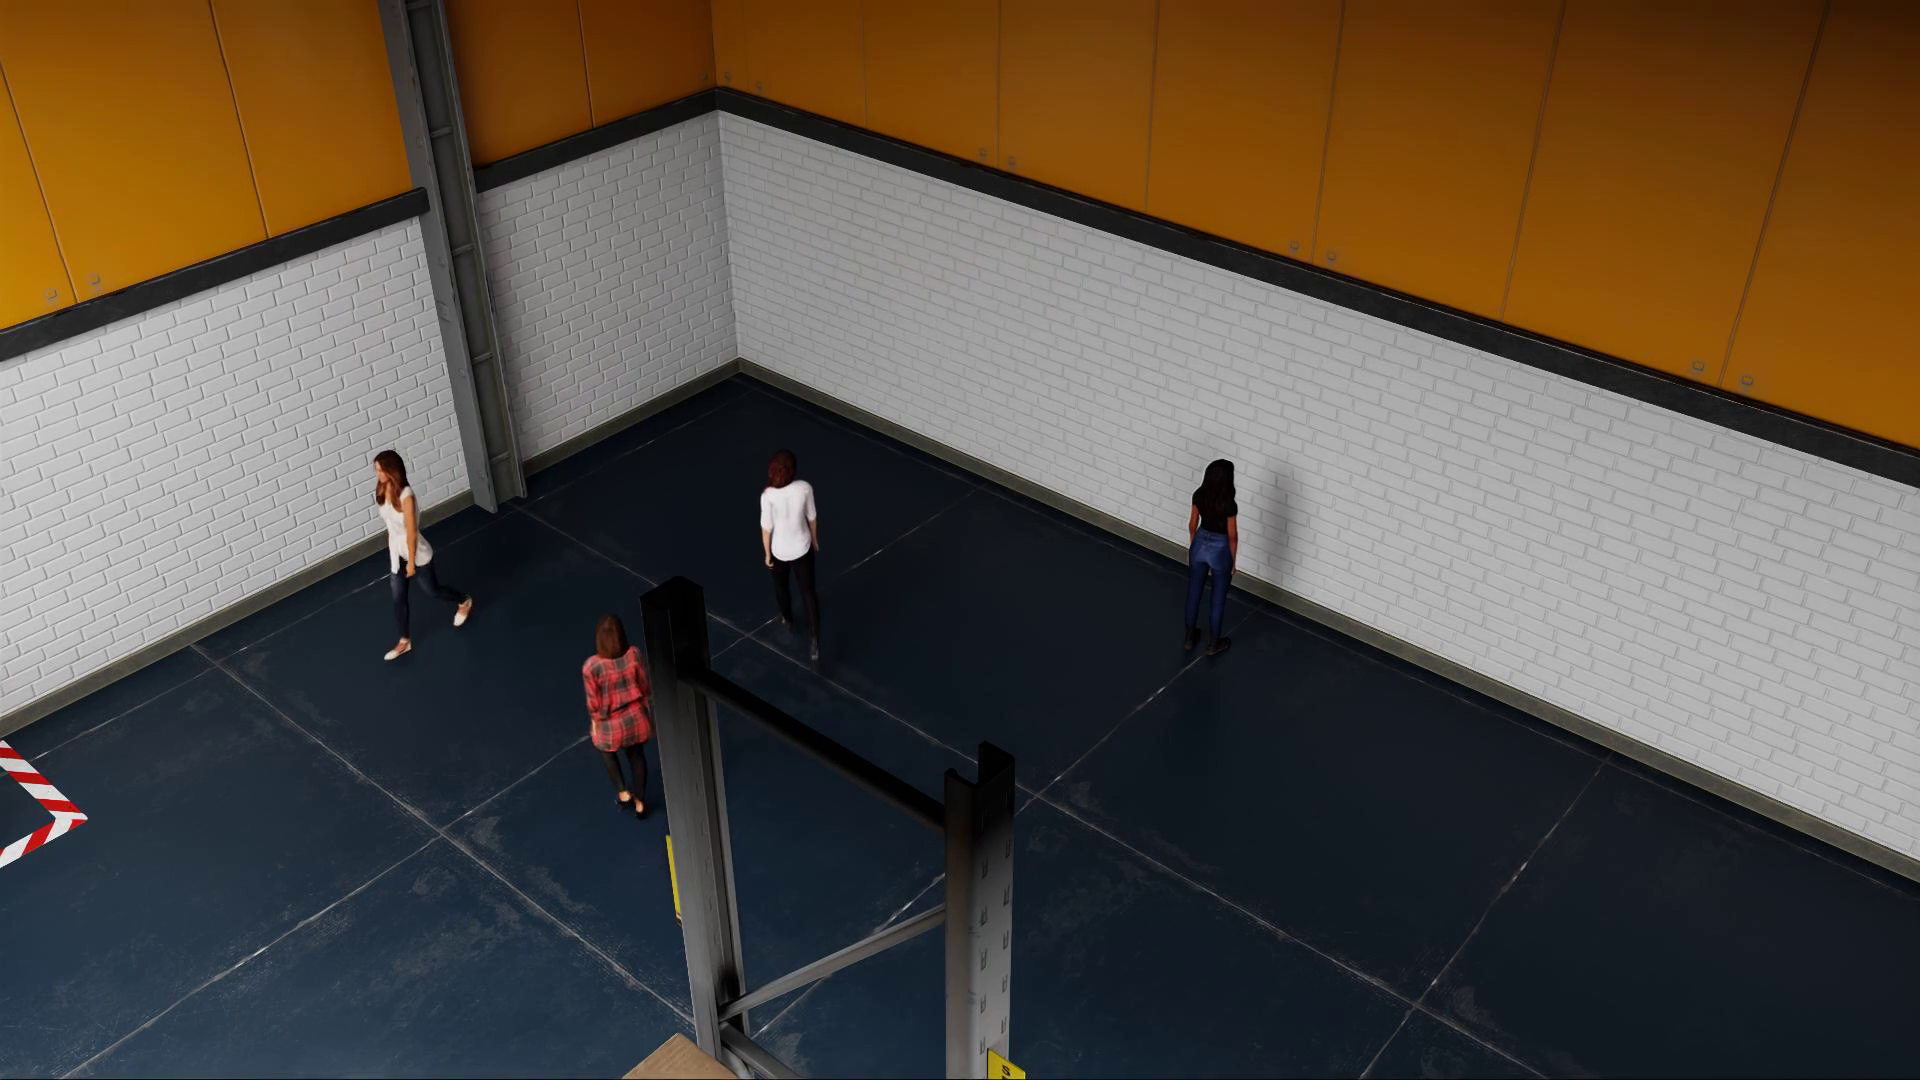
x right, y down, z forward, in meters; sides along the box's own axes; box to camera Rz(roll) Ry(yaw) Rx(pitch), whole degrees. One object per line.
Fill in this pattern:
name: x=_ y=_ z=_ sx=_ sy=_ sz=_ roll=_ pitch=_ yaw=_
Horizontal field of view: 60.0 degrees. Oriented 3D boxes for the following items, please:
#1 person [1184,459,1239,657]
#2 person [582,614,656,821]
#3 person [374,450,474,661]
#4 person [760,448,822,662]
person: x=1.965 y=0.135 z=13.017 sx=0.581 sy=1.740 sz=0.561 roll=19 pitch=38 yaw=26
person: x=-2.295 y=1.262 z=11.365 sx=0.677 sy=1.692 sz=0.784 roll=-16 pitch=37 yaw=-23
person: x=-4.249 y=0.073 z=13.098 sx=0.664 sy=1.754 sz=1.099 roll=20 pitch=38 yaw=27
person: x=-1.290 y=0.157 z=12.958 sx=1.102 sy=1.769 sz=1.032 roll=-10 pitch=35 yaw=-15
